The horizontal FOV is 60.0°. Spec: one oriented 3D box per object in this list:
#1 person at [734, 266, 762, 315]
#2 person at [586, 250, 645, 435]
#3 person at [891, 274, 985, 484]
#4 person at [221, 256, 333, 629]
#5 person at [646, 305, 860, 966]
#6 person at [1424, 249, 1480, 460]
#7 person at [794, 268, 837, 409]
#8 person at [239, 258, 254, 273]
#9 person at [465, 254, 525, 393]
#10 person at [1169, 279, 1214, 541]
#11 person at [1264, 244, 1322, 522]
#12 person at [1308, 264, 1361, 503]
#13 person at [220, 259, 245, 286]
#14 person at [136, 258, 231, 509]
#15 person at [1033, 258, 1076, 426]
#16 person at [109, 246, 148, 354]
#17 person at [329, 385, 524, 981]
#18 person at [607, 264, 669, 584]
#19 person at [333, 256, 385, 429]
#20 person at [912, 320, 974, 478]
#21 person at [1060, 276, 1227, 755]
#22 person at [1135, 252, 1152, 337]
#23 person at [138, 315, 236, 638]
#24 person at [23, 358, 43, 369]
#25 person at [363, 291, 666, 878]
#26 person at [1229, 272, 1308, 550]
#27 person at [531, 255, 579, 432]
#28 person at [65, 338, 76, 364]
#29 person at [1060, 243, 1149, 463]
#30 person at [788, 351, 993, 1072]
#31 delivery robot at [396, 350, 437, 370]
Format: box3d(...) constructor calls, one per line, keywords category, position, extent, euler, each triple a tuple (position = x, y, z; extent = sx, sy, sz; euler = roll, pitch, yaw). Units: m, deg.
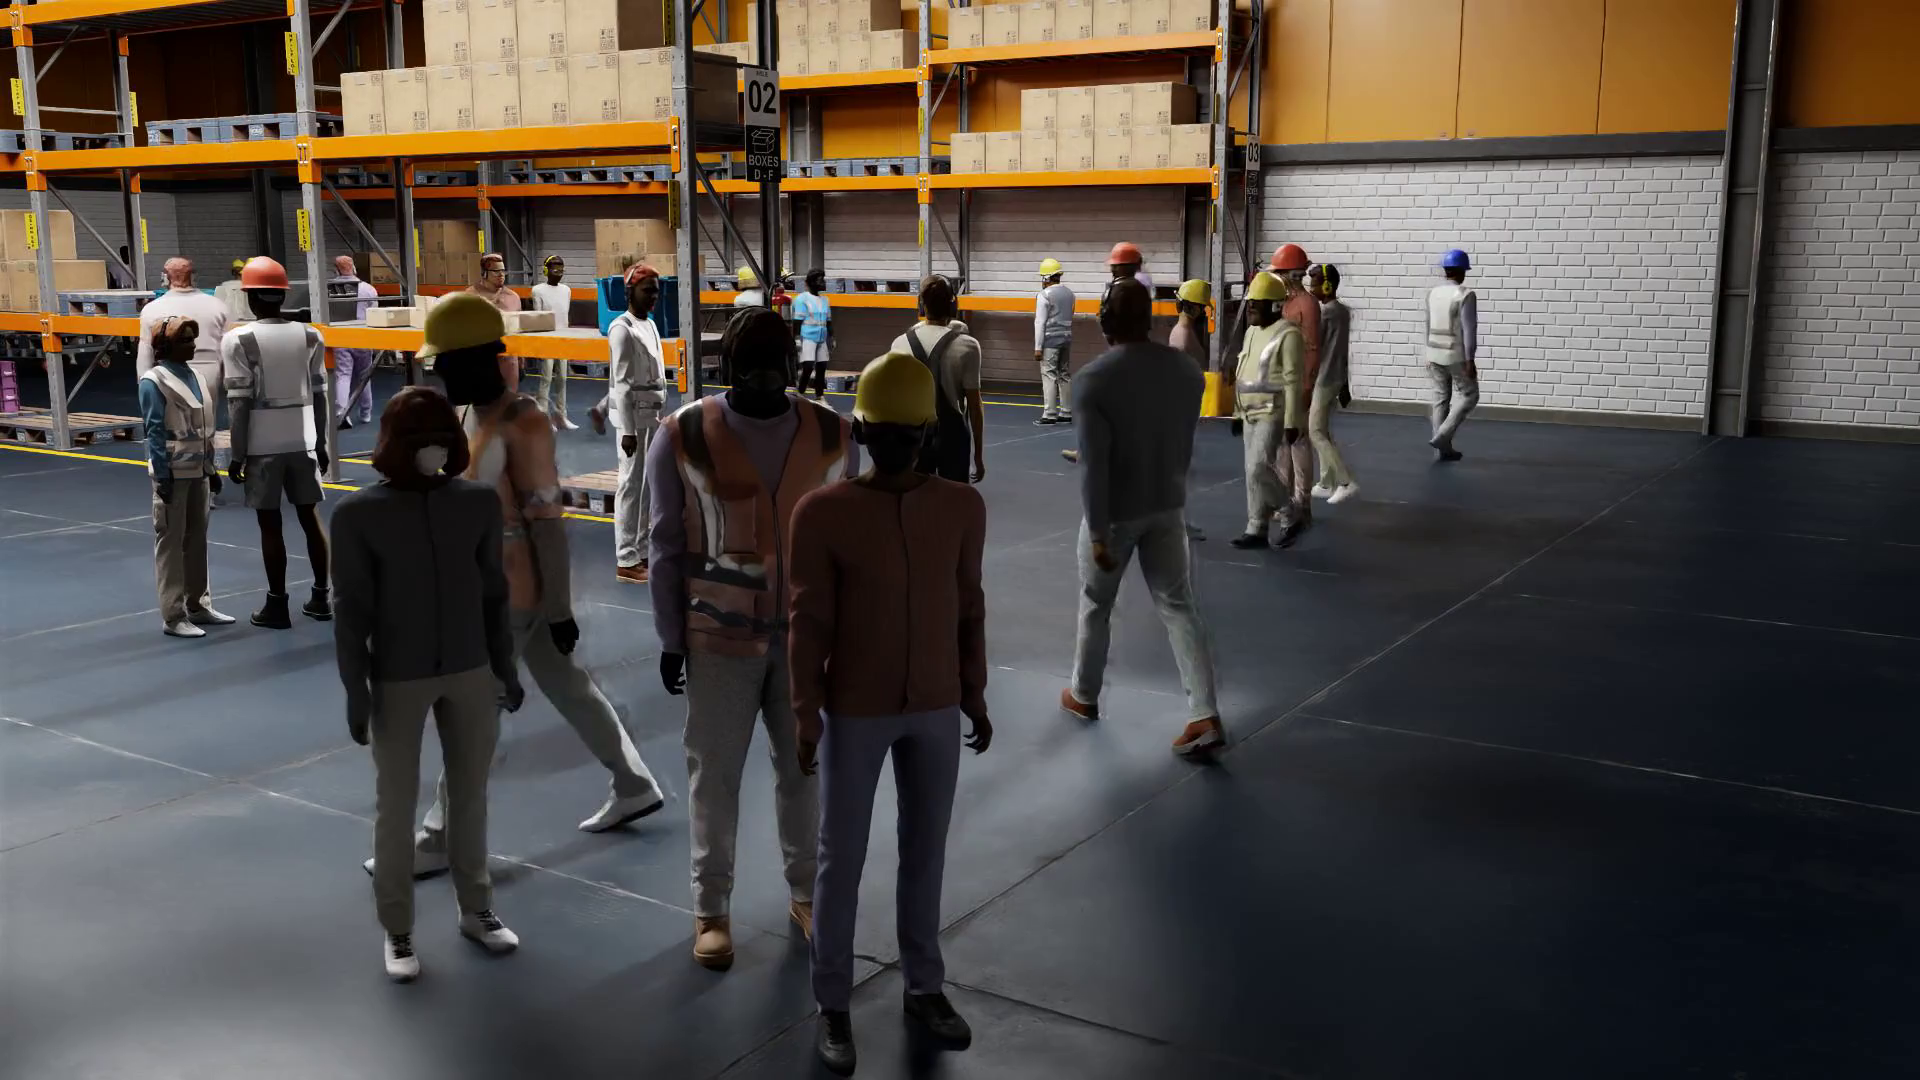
box3d(category="person", position=(-2.392, -2.296, 19.247), extent=(0.567, 1.715, 0.494), euler=(10, 14, 43))
box3d(category="person", position=(-3.382, -1.973, 16.900), extent=(0.746, 1.924, 0.637), euler=(-1, 10, -7))
box3d(category="person", position=(-0.115, -0.476, 8.814), extent=(0.517, 1.843, 0.332), euler=(3, 11, 18))
box3d(category="person", position=(-3.582, -0.505, 8.719), extent=(0.373, 1.934, 0.551), euler=(9, 13, 40))
box3d(category="person", position=(-0.557, 0.268, 4.703), extent=(0.627, 1.843, 0.429), euler=(-4, 11, -21))
box3d(category="person", position=(4.482, -1.677, 15.197), extent=(0.419, 1.934, 0.638), euler=(-5, 12, -28))
box3d(category="person", position=(-1.724, -2.361, 19.667), extent=(0.343, 1.693, 0.571), euler=(9, 13, 40))
box3d(category="person", position=(-7.460, -2.078, 17.714), extent=(0.404, 1.837, 0.587), euler=(-10, 14, -43))
box3d(category="person", position=(-4.136, -1.586, 14.828), extent=(0.402, 1.899, 0.636), euler=(9, 14, 42))
box3d(category="person", position=(1.545, -0.883, 11.309), extent=(0.325, 1.760, 0.523), euler=(1, 10, 4))
box3d(category="person", position=(2.375, -1.130, 12.022), extent=(0.389, 1.990, 0.625), euler=(-3, 11, -15))
box3d(category="person", position=(2.831, -1.195, 12.805), extent=(0.625, 1.841, 0.519), euler=(7, 12, 33))
box3d(category="person", position=(-10.541, -3.244, 24.410), extent=(0.531, 1.746, 0.579), euler=(-8, 13, -38))
box3d(category="person", position=(-5.913, -1.186, 12.633), extent=(0.813, 1.876, 0.680), euler=(9, 14, 41))
box3d(category="person", position=(1.013, -2.151, 18.168), extent=(0.405, 1.823, 0.591), euler=(9, 13, 40))
box3d(category="person", position=(-14.757, -4.261, 29.575), extent=(0.592, 1.921, 0.389), euler=(-5, 11, -25))
box3d(category="person", position=(-1.468, 0.386, 4.620), extent=(0.526, 1.634, 0.283), euler=(-9, 14, -41))
box3d(category="person", position=(-1.903, -0.690, 9.888), extent=(0.342, 1.882, 0.579), euler=(1, 10, 6))
box3d(category="person", position=(-6.622, -2.150, 18.084), extent=(0.692, 1.858, 0.967), euler=(-3, 11, -19))
box3d(category="person", position=(-0.138, -1.250, 13.703), extent=(0.544, 1.612, 0.675), euler=(3, 11, 16))
box3d(category="person", position=(0.728, -0.100, 6.647), extent=(0.616, 1.893, 1.044), euler=(-4, 11, -20))
box3d(category="person", position=(1.821, -2.263, 18.508), extent=(0.751, 1.915, 0.655), euler=(3, 11, 16))
box3d(category="person", position=(-3.996, -0.330, 8.566), extent=(0.309, 1.641, 0.514), euler=(1, 10, 5))
box3d(category="person", position=(-14.684, -3.728, 26.289), extent=(0.535, 2.000, 0.741), euler=(-1, 10, -6))
box3d(category="person", position=(-1.443, 0.126, 5.416), extent=(1.006, 1.873, 0.610), euler=(-6, 12, -30))
box3d(category="person", position=(1.983, -0.823, 10.805), extent=(0.410, 1.818, 0.606), euler=(-3, 11, -16))
box3d(category="person", position=(-4.296, -2.086, 17.683), extent=(0.329, 1.865, 0.516), euler=(8, 13, 36))
box3d(category="person", position=(-14.792, -3.664, 27.161), extent=(0.817, 1.591, 0.518), euler=(4, 11, 20))
box3d(category="person", position=(1.406, -1.613, 14.699), extent=(0.957, 1.992, 0.631), euler=(-2, 10, -10))
box3d(category="person", position=(-0.158, 0.419, 4.083), extent=(0.533, 1.763, 0.325), euler=(-5, 11, -26))
box3d(category="delivery robot", position=(-8.125, -2.787, 24.929), extent=(0.707, 0.478, 0.477), euler=(7, 12, 35))
